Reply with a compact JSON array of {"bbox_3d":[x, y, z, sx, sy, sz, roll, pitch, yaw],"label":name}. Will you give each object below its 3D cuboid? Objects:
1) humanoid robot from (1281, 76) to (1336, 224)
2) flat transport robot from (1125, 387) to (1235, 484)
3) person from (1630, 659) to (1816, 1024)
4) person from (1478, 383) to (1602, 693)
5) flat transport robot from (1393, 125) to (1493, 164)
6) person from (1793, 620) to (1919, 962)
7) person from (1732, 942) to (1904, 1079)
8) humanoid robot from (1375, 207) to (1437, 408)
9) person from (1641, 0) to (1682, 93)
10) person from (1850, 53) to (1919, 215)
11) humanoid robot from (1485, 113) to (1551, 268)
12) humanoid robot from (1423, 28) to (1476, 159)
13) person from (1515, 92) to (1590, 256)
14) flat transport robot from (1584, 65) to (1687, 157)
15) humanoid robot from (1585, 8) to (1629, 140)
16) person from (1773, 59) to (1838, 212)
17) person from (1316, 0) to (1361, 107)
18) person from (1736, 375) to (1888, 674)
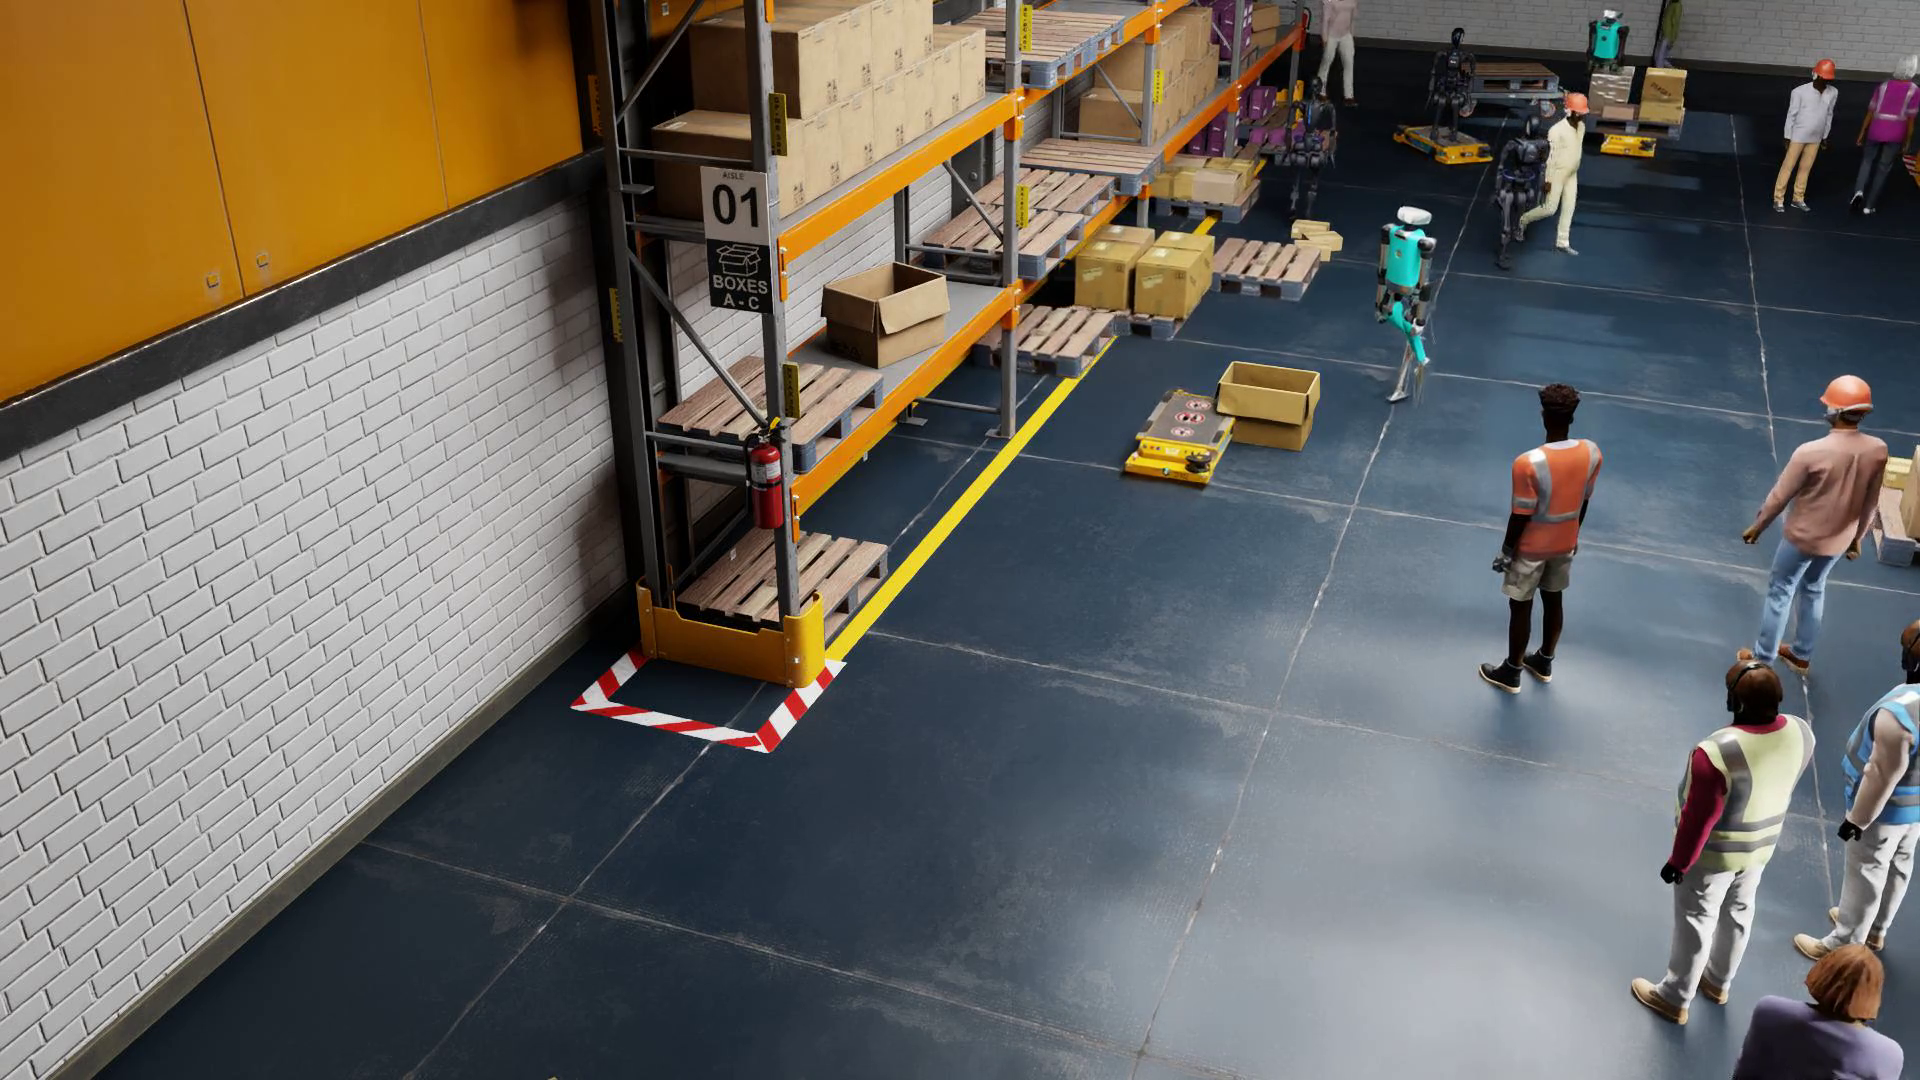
[{"bbox_3d":[3.909,-4.357,18.667,0.614,1.635,0.495,10,29,18],"label":"humanoid robot"},{"bbox_3d":[1.839,-0.854,13.408,0.659,0.231,1.431,10,29,18],"label":"flat transport robot"},{"bbox_3d":[3.385,1.353,7.419,0.623,1.837,0.431,-12,29,-21],"label":"person"},{"bbox_3d":[3.453,0.002,9.899,0.606,1.963,0.371,-12,29,-21],"label":"person"},{"bbox_3d":[6.332,-5.197,21.832,0.659,0.231,1.431,-7,28,-13],"label":"flat transport robot"},{"bbox_3d":[4.297,1.196,7.719,0.623,1.841,0.431,-17,32,-29],"label":"person"},{"bbox_3d":[3.062,2.164,6.081,0.503,1.607,0.385,15,31,26],"label":"person"},{"bbox_3d":[3.820,-1.895,13.939,0.717,1.892,0.545,-18,32,-31],"label":"humanoid robot"},{"bbox_3d":[10.547,-7.452,24.715,0.530,1.616,0.517,3,27,6],"label":"person"},{"bbox_3d":[10.591,-4.631,19.022,0.564,1.831,0.428,19,33,32],"label":"person"},{"bbox_3d":[5.817,-3.676,17.395,0.607,1.613,0.593,-4,28,-8],"label":"humanoid robot"},{"bbox_3d":[6.268,-5.695,21.245,0.599,1.657,0.315,10,29,19],"label":"humanoid robot"},{"bbox_3d":[6.399,-3.940,17.805,0.565,1.727,0.682,-18,32,-31],"label":"person"},{"bbox_3d":[8.951,-5.384,22.194,0.659,0.231,1.431,11,29,20],"label":"flat transport robot"},{"bbox_3d":[8.685,-6.191,22.242,0.807,1.836,0.538,-23,35,-37],"label":"humanoid robot"},{"bbox_3d":[9.777,-4.669,19.193,0.558,1.744,0.331,-3,27,-6],"label":"person"},{"bbox_3d":[5.479,-7.184,23.910,0.653,1.904,0.911,-8,28,-14],"label":"person"},{"bbox_3d":[5.114,-0.046,9.989,0.655,1.970,0.469,-7,28,-13],"label":"person"}]
